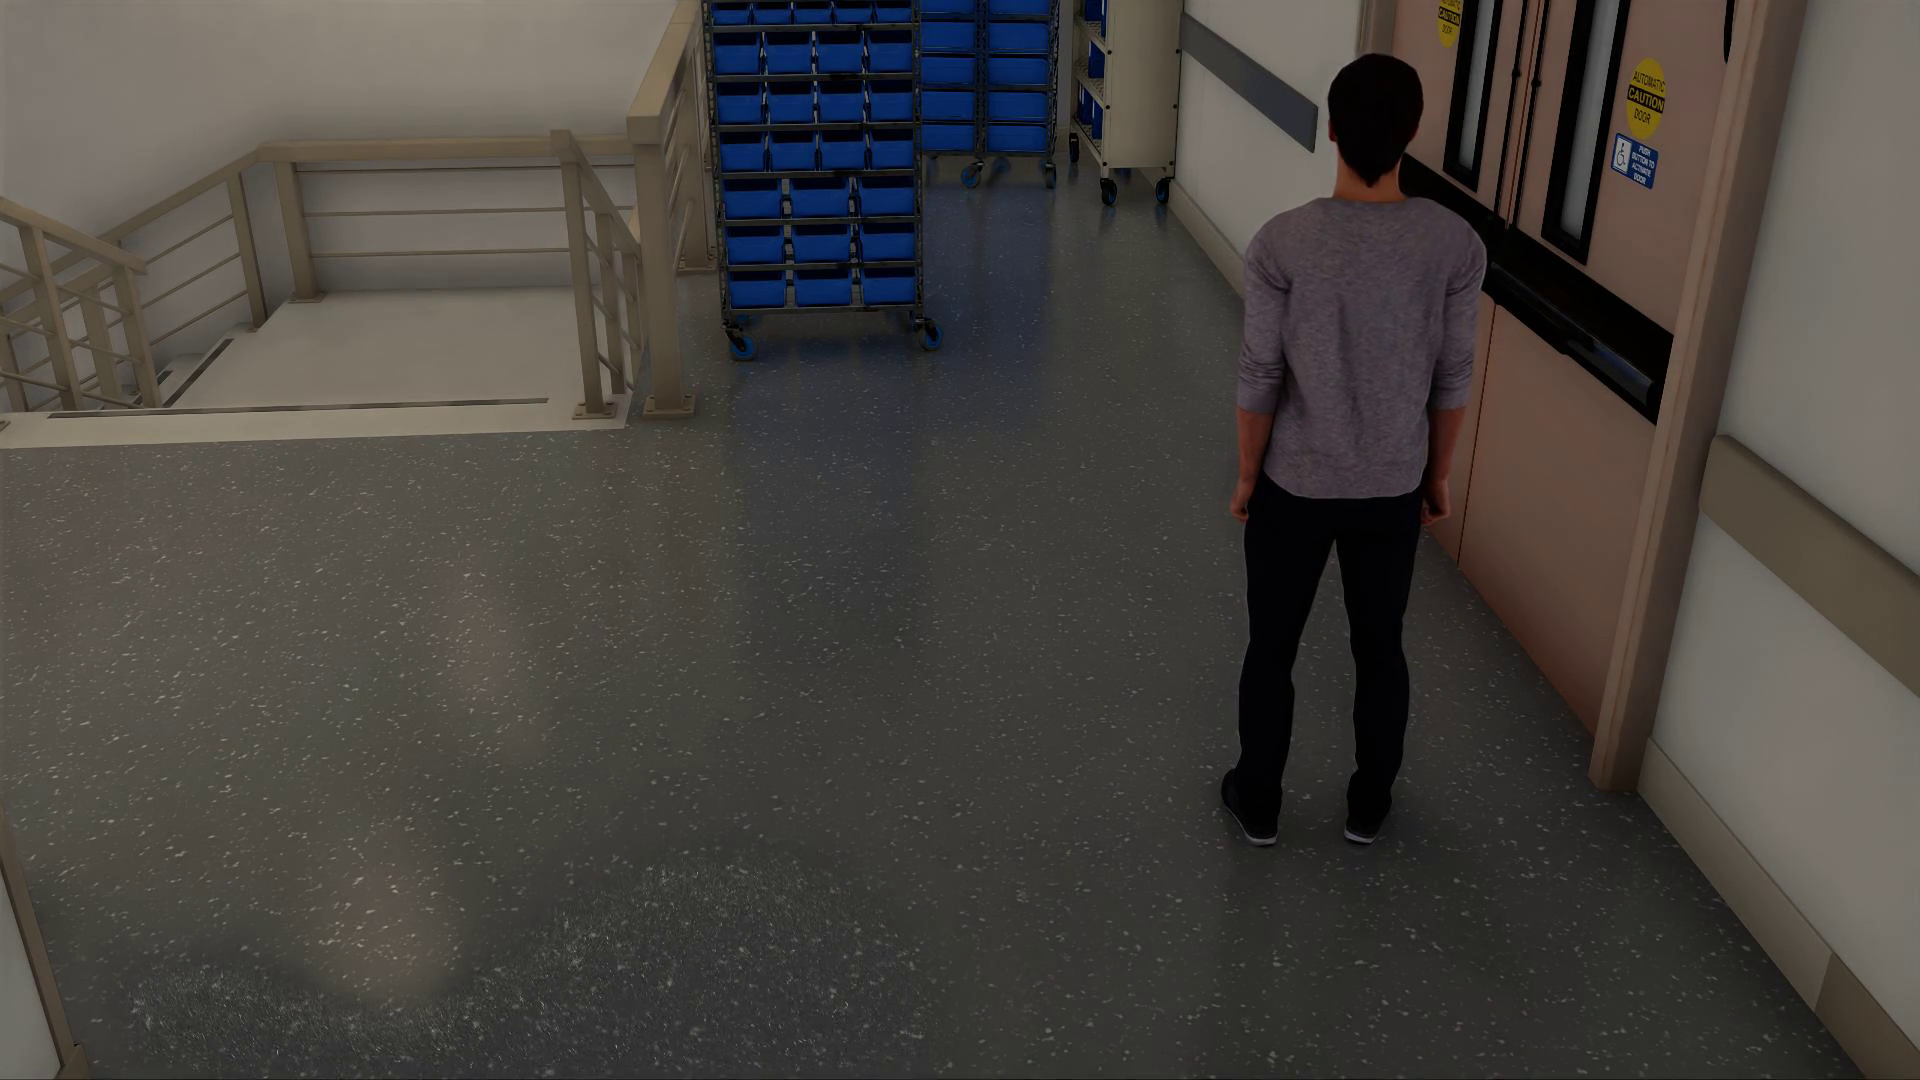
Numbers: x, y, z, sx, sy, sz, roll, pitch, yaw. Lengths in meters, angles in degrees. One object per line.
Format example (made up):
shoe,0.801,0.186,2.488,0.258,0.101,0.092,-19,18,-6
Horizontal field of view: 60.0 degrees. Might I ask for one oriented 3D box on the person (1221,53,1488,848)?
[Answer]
person,0.846,-0.138,3.691,0.682,1.844,0.572,1,26,1
